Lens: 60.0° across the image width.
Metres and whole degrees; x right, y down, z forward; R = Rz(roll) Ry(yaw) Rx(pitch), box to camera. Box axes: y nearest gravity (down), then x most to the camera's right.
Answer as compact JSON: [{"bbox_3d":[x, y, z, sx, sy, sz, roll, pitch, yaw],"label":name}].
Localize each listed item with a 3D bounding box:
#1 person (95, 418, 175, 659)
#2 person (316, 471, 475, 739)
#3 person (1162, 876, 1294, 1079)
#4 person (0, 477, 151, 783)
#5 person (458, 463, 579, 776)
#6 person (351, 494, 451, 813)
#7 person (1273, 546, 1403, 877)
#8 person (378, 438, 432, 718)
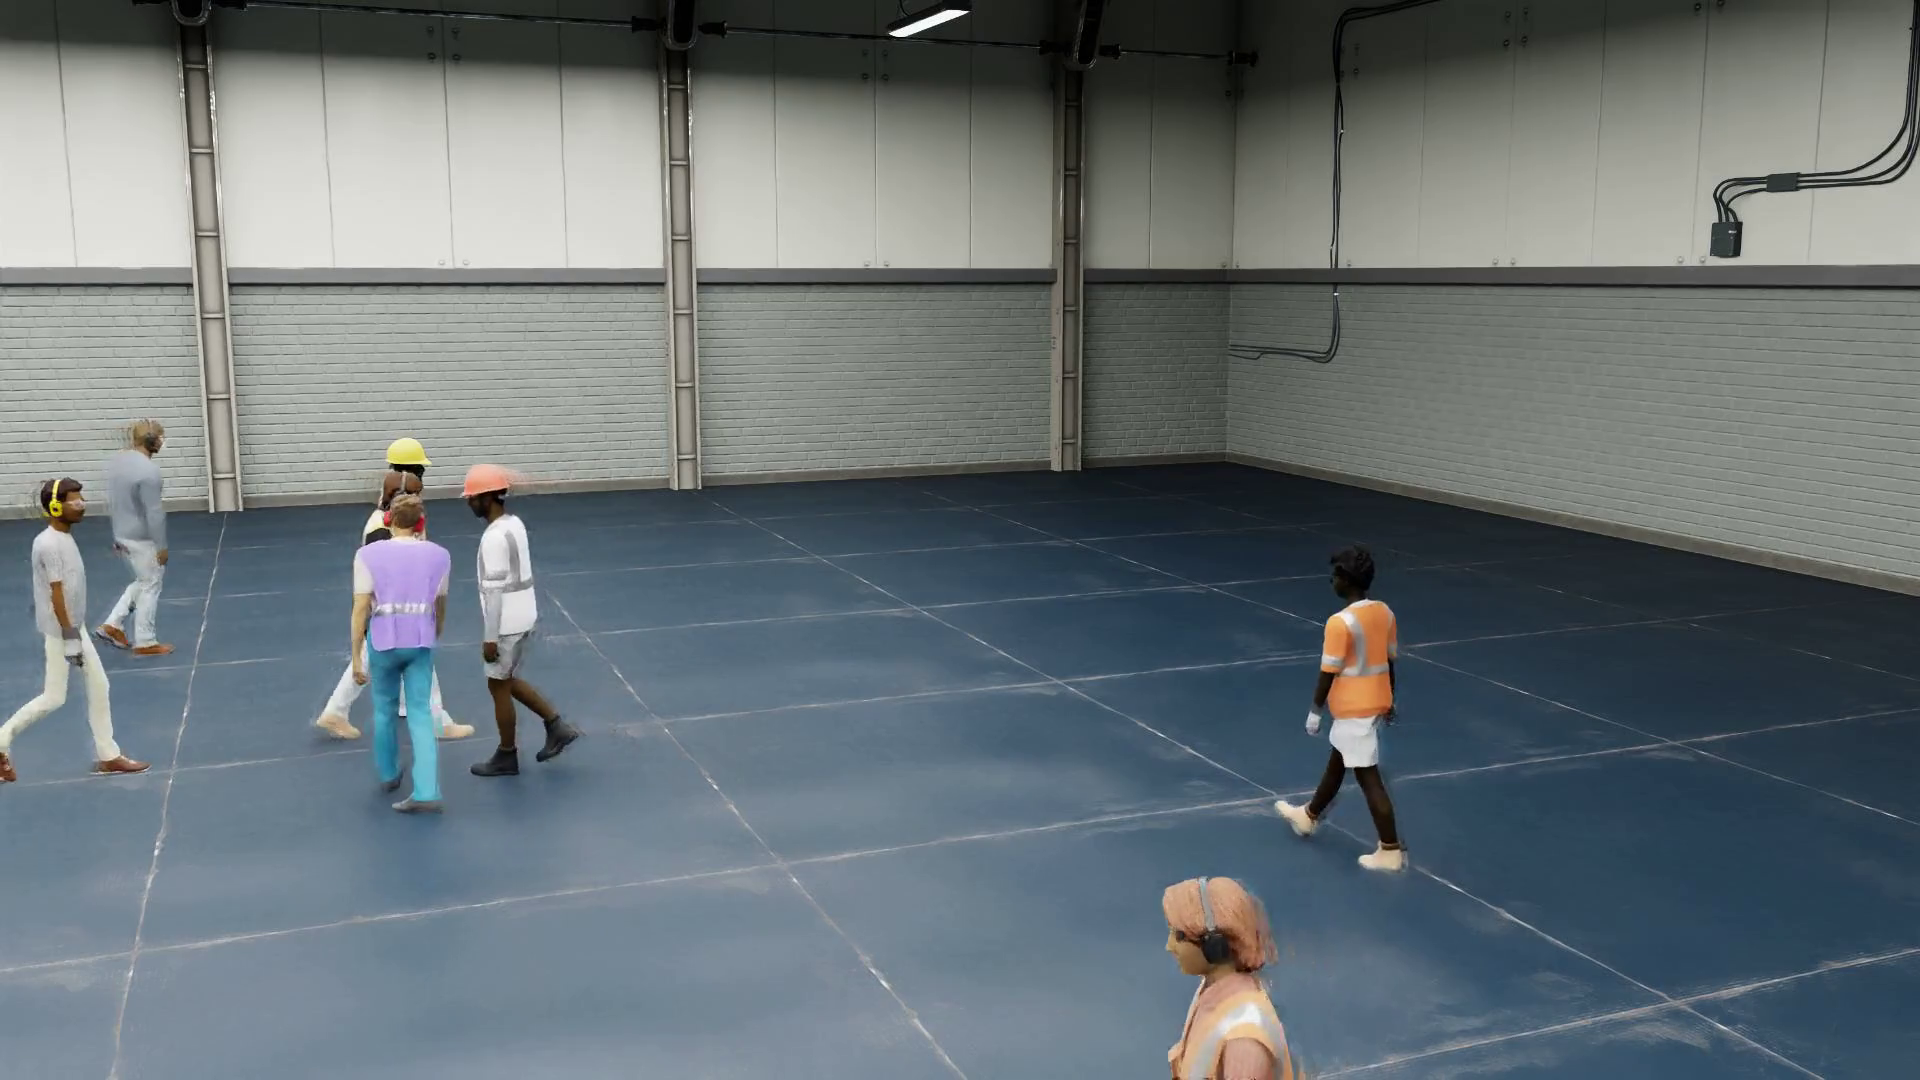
[{"bbox_3d":[-6.481,-0.003,13.117,0.668,1.917,0.507,9,12,43],"label":"person"},{"bbox_3d":[-3.735,0.437,10.793,0.973,1.793,0.631,-2,9,-13],"label":"person"},{"bbox_3d":[0.683,1.600,3.971,0.457,1.621,0.544,1,9,4],"label":"person"},{"bbox_3d":[-5.431,0.544,9.961,0.859,1.843,0.523,-2,9,-11],"label":"person"},{"bbox_3d":[-2.712,0.486,10.054,0.573,1.915,0.562,0,9,-1],"label":"person"},{"bbox_3d":[-3.203,0.636,9.550,0.608,1.778,0.825,-5,11,-31],"label":"person"},{"bbox_3d":[1.966,0.849,8.580,0.872,1.643,0.549,8,12,41],"label":"person"},{"bbox_3d":[-3.803,0.255,11.470,0.383,1.924,0.594,-4,10,-22],"label":"person"}]
